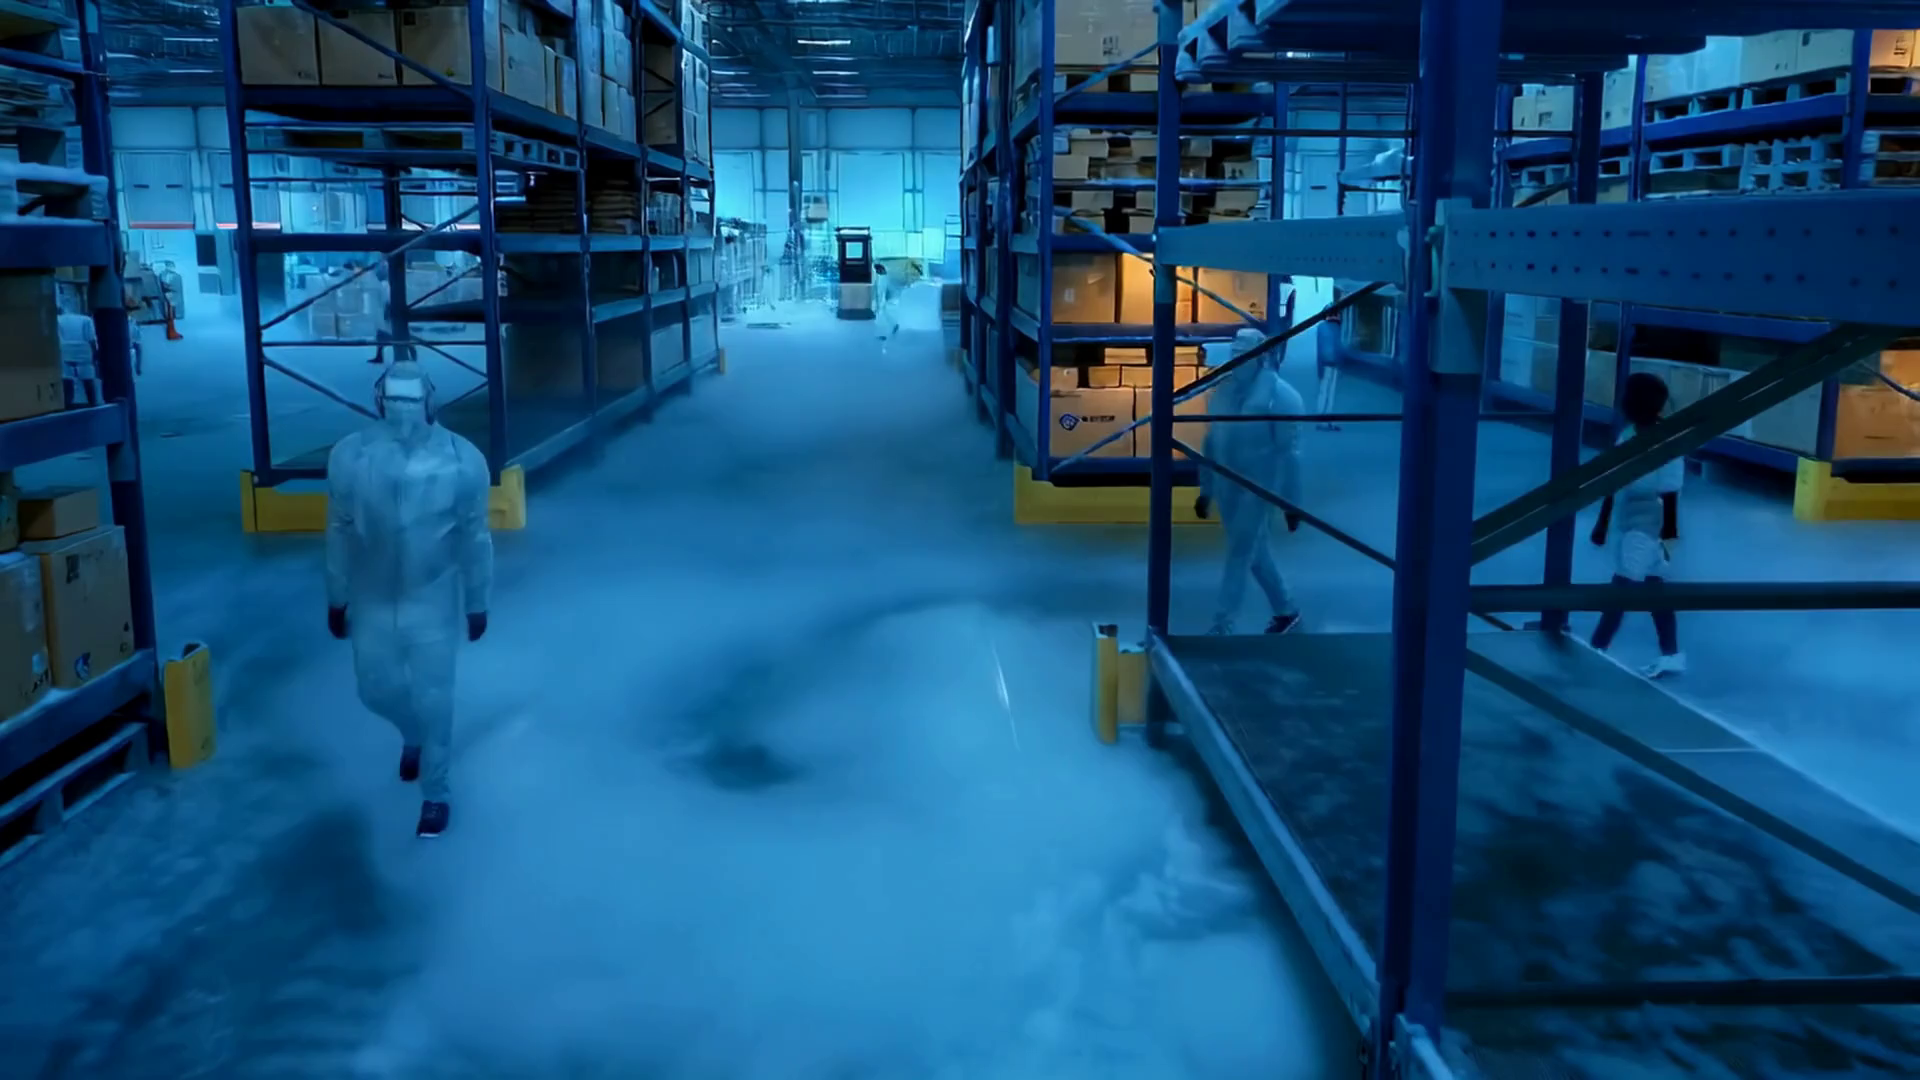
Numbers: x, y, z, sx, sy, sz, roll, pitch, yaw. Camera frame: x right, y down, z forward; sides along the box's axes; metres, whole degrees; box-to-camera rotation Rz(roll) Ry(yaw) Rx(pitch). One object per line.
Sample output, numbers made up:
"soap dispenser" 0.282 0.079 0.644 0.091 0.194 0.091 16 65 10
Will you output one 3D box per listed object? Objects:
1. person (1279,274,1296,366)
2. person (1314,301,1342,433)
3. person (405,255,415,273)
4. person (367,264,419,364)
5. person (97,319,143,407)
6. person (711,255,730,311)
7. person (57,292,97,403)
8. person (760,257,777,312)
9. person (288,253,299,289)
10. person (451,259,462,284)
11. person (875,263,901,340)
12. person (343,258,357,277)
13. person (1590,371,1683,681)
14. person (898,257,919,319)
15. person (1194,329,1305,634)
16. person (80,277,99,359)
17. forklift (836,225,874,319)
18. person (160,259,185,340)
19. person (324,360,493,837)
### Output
"person" 5.950 -4.180 31.224 0.636 1.878 0.862 9 14 41
"person" 4.551 -2.131 20.492 0.282 1.625 0.494 8 13 38
"person" -20.685 -9.786 62.586 0.430 1.837 0.620 -6 12 -32
"person" -10.920 -4.329 31.885 0.904 1.941 0.604 0 10 -2
"person" -10.377 -2.178 20.556 0.555 1.683 0.369 -1 10 -4
"person" -8.019 -8.625 55.922 0.732 1.902 0.598 -3 11 -17
"person" -11.491 -2.368 21.601 0.536 1.700 0.318 -6 12 -30
"person" -6.447 -8.512 55.498 0.700 1.814 0.537 -2 10 -14
"person" -25.480 -10.029 63.626 0.508 1.941 0.621 -3 11 -16
"person" -19.314 -9.924 63.692 0.502 1.684 0.915 6 12 30
"person" -1.734 -5.705 39.823 0.652 1.843 0.536 -5 11 -26
"person" -18.235 -7.513 49.835 0.503 1.861 0.328 4 11 24
"person" 3.494 -0.056 8.810 0.837 1.652 0.546 0 10 0
"person" -1.388 -7.424 49.275 1.055 1.886 0.636 2 10 12
"person" 1.663 -0.281 9.543 1.013 1.862 0.652 -7 12 -33
"person" -15.375 -3.811 29.516 0.469 1.753 0.532 5 11 25
"forklift" -3.187 -8.118 50.344 1.129 2.768 1.873 0 10 -2
"person" -18.859 -5.762 39.849 0.374 1.935 0.552 3 11 16
"person" -2.210 0.206 6.743 0.656 1.884 0.645 0 10 -2
